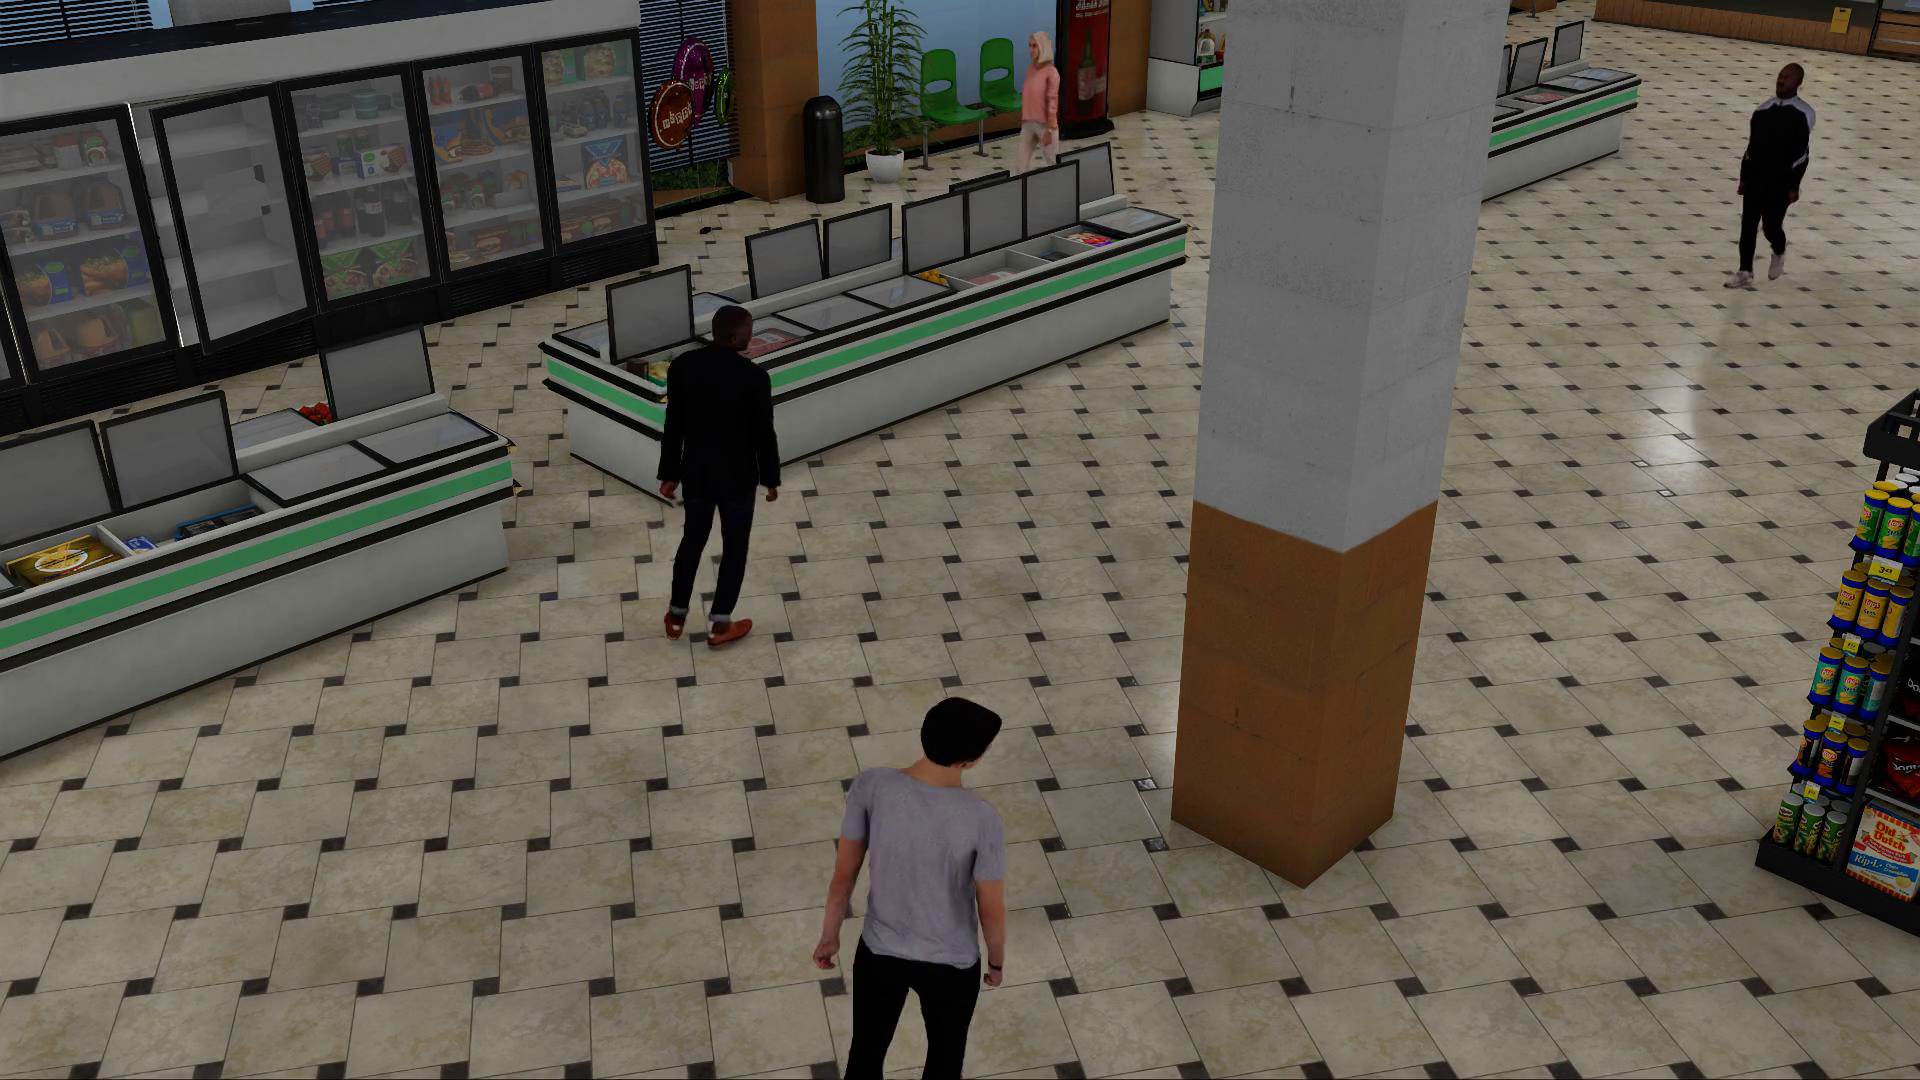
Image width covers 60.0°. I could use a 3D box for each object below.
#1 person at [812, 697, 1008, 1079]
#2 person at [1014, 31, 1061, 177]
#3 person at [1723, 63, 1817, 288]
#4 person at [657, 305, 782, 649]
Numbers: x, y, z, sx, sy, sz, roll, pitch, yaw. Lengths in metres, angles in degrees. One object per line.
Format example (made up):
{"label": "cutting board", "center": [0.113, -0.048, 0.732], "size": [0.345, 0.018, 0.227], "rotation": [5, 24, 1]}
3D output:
{"label": "person", "center": [-0.198, 1.297, 5.148], "size": [0.941, 1.829, 0.844], "rotation": [3, 27, 5]}
{"label": "person", "center": [0.815, -3.813, 15.387], "size": [1.133, 1.683, 0.651], "rotation": [-21, 34, -35]}
{"label": "person", "center": [6.675, -2.969, 13.572], "size": [0.838, 1.819, 0.739], "rotation": [-18, 32, -32]}
{"label": "person", "center": [-1.257, -0.276, 8.305], "size": [0.902, 1.779, 0.866], "rotation": [2, 27, 3]}
